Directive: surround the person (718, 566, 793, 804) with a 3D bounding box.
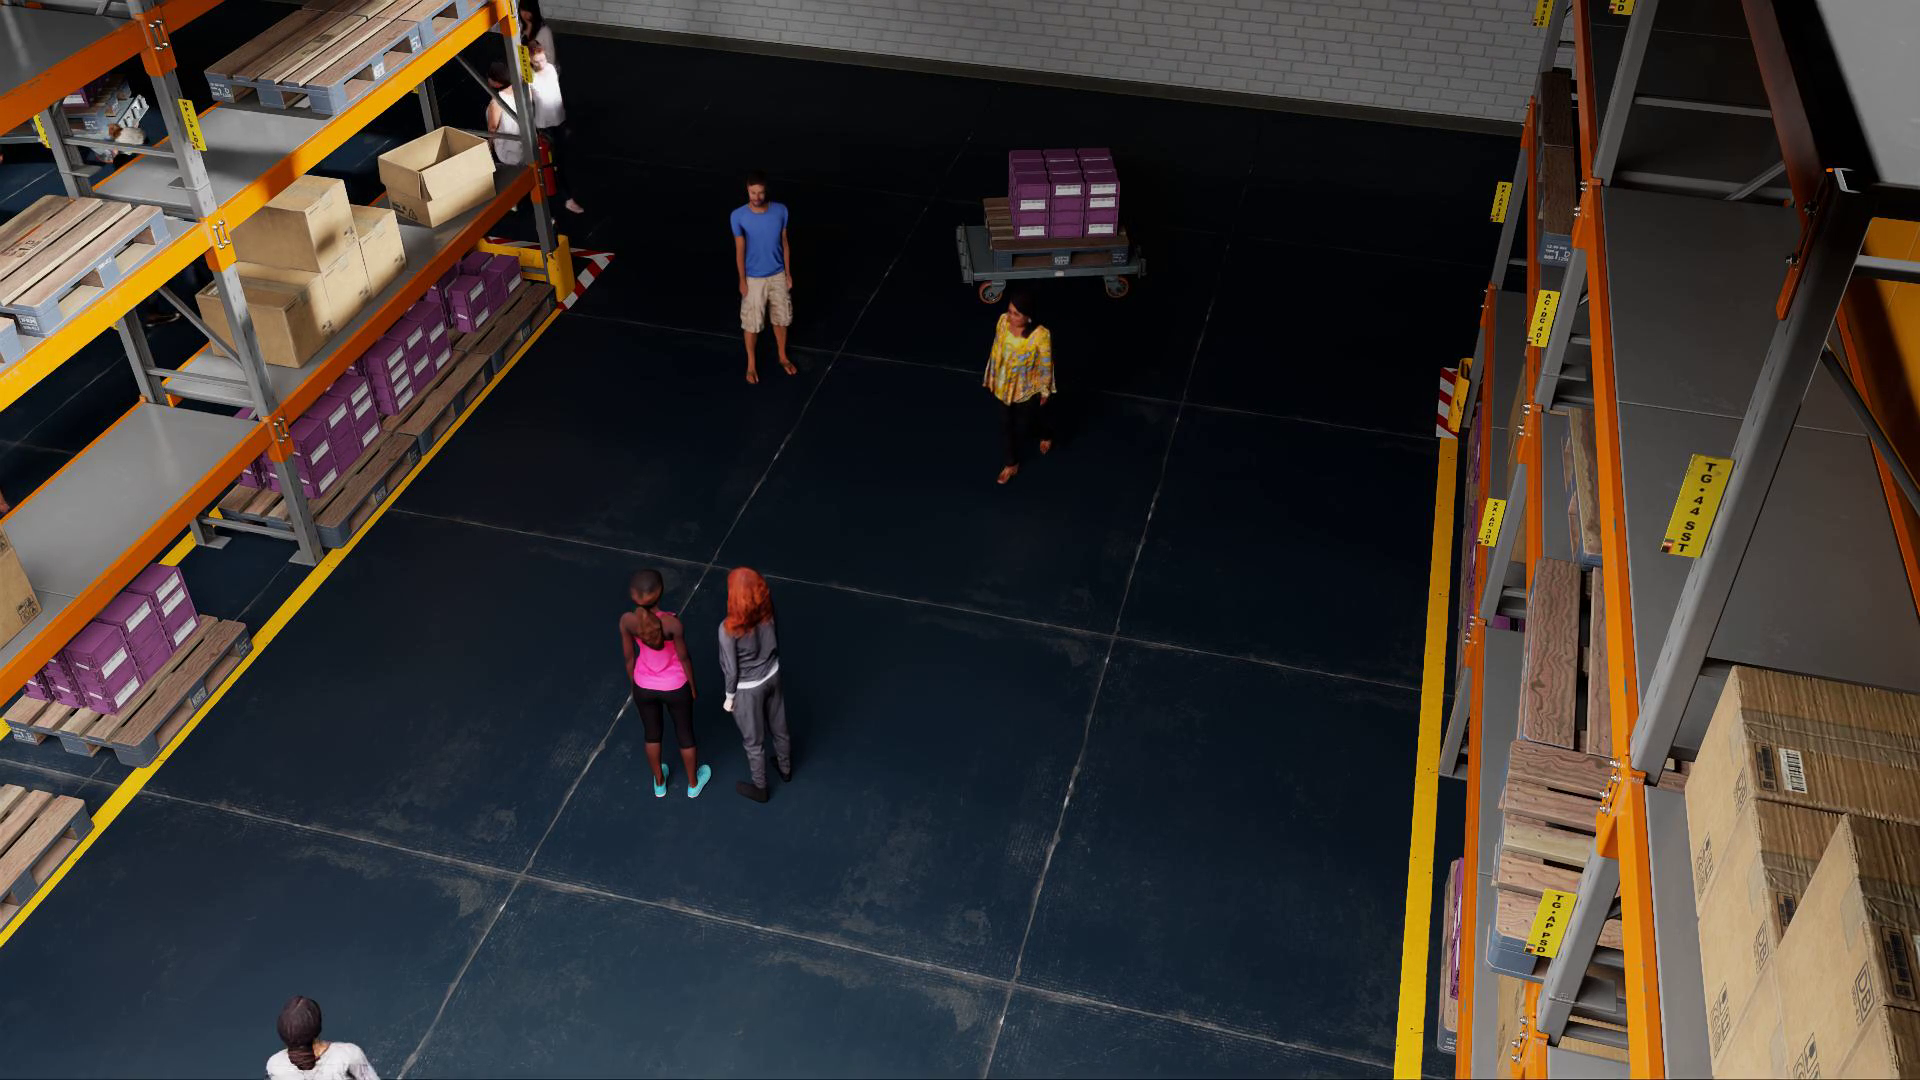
[{"bbox_3d":[-1.214,0.855,9.877,0.720,1.779,0.599,30,47,32],"label":"person"}]

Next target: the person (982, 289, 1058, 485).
[{"bbox_3d":[0.491,-1.180,12.535,0.891,1.642,0.995,26,45,29],"label":"person"}]

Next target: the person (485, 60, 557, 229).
[{"bbox_3d":[-4.174,-3.668,15.657,0.795,1.634,1.087,18,42,21],"label":"person"}]

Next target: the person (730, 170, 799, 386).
[{"bbox_3d":[-1.604,-2.179,13.610,0.733,1.862,0.760,-15,41,-18],"label":"person"}]

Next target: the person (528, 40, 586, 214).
[{"bbox_3d":[-4.017,-3.985,15.988,0.895,1.716,1.020,24,45,27],"label":"person"}]

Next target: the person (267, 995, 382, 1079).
[{"bbox_3d":[-2.809,2.757,7.529,0.850,1.737,1.169,-1,39,-2],"label":"person"}]

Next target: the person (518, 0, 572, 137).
[{"bbox_3d":[-4.272,-4.872,17.188,0.726,1.606,0.906,17,42,20],"label":"person"}]

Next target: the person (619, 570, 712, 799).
[{"bbox_3d":[-1.777,0.872,9.899,0.587,1.726,0.590,4,39,5],"label":"person"}]

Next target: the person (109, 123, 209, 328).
[{"bbox_3d":[-6.963,-2.627,14.176,1.203,1.855,1.098,-24,45,-27],"label":"person"}]
